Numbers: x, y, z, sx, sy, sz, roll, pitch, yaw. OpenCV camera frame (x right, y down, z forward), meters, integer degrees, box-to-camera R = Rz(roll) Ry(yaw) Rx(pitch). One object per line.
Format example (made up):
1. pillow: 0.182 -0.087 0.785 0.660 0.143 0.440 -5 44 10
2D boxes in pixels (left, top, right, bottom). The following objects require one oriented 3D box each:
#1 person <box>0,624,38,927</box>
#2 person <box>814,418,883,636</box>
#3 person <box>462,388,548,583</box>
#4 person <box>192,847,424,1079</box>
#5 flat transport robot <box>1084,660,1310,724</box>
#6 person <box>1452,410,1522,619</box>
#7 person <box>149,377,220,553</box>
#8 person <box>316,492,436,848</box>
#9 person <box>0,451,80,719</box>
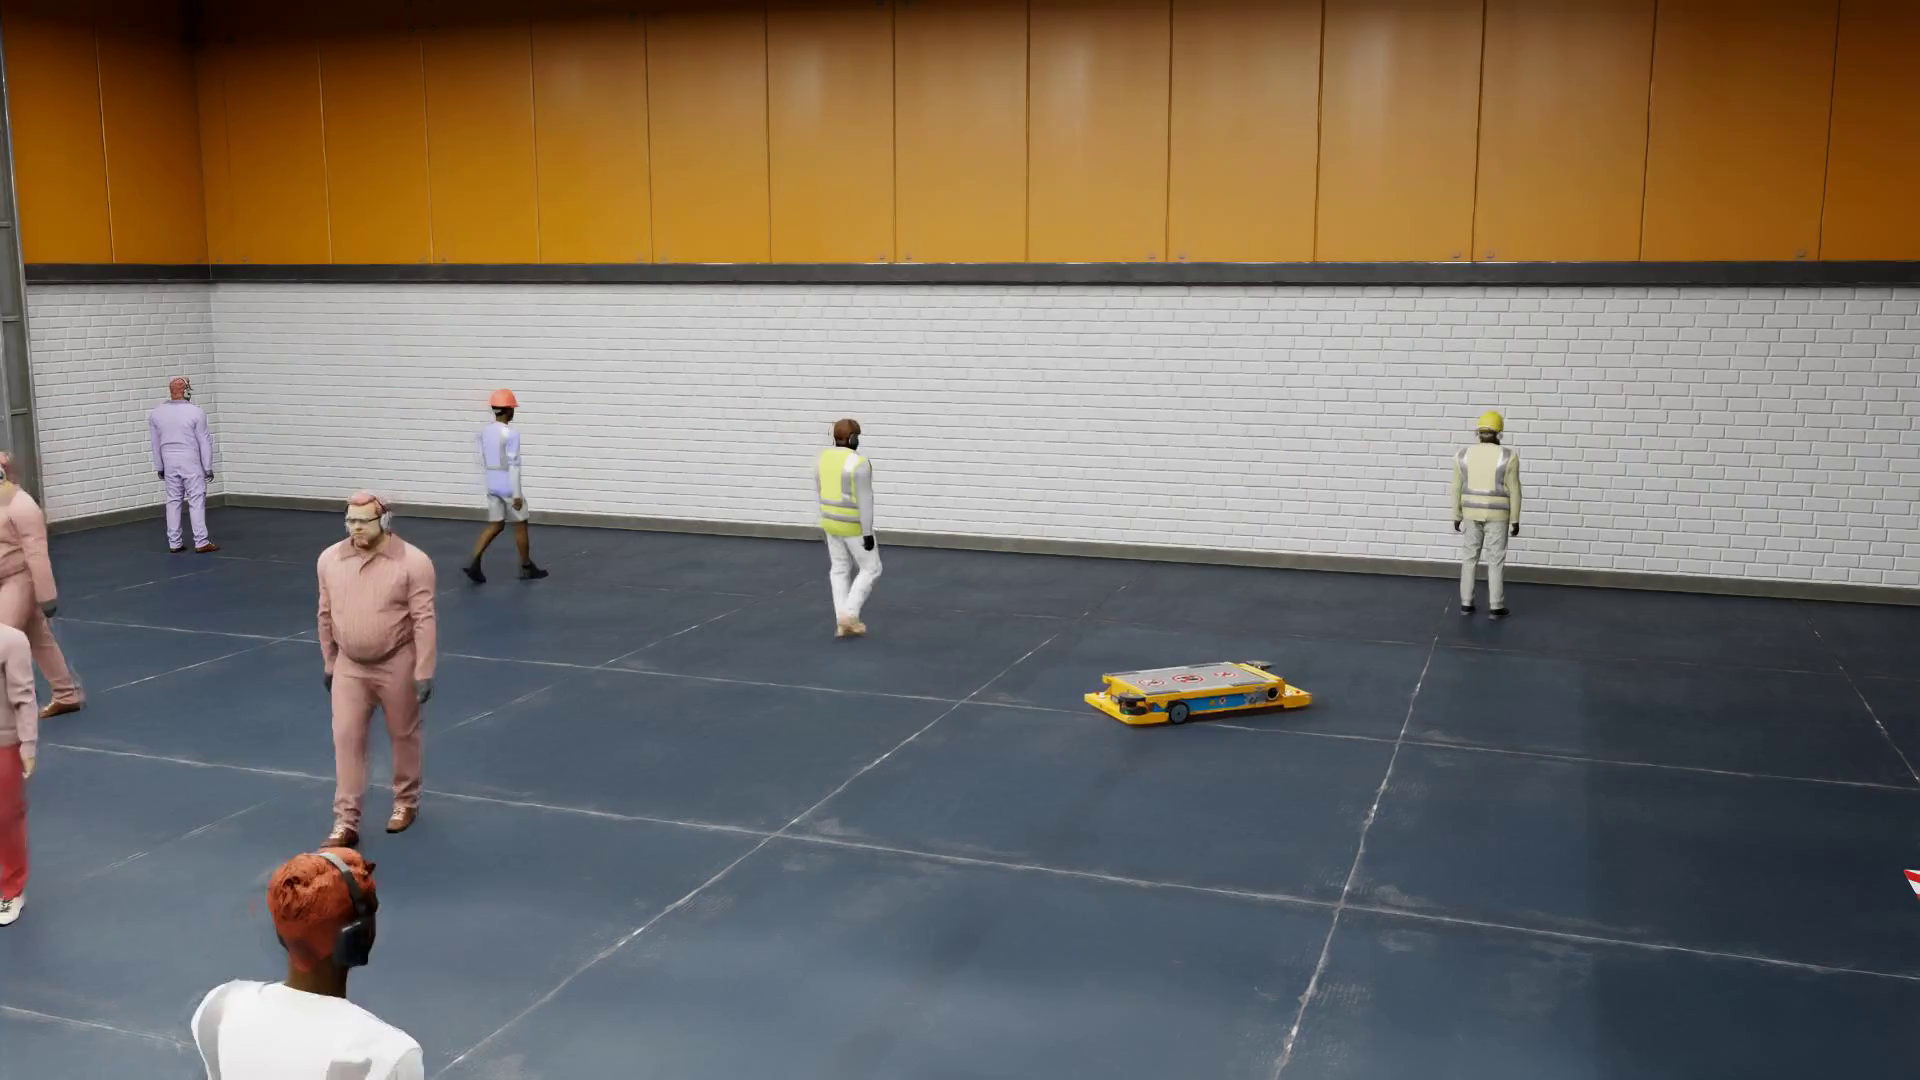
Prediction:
1. person: -4.470 0.959 7.514 0.546 1.740 0.719 -2 9 -12
2. person: -0.935 -0.094 13.789 0.659 1.831 0.434 9 13 43
3. person: -4.460 -0.522 16.212 0.556 1.913 0.836 7 12 38
4. person: -1.373 1.562 3.462 0.582 1.862 0.840 3 10 20
5. flat transport robot: 1.647 1.046 11.552 1.431 0.197 0.652 -4 10 -22
6. person: 4.636 -0.226 14.624 0.599 1.827 0.404 6 11 35
7. person: -8.371 -0.805 17.982 0.650 1.906 0.401 1 9 6
8. person: -3.113 0.693 8.760 0.679 1.872 0.863 0 9 2
9. person: -6.379 0.335 11.048 0.658 1.862 0.966 9 13 44
